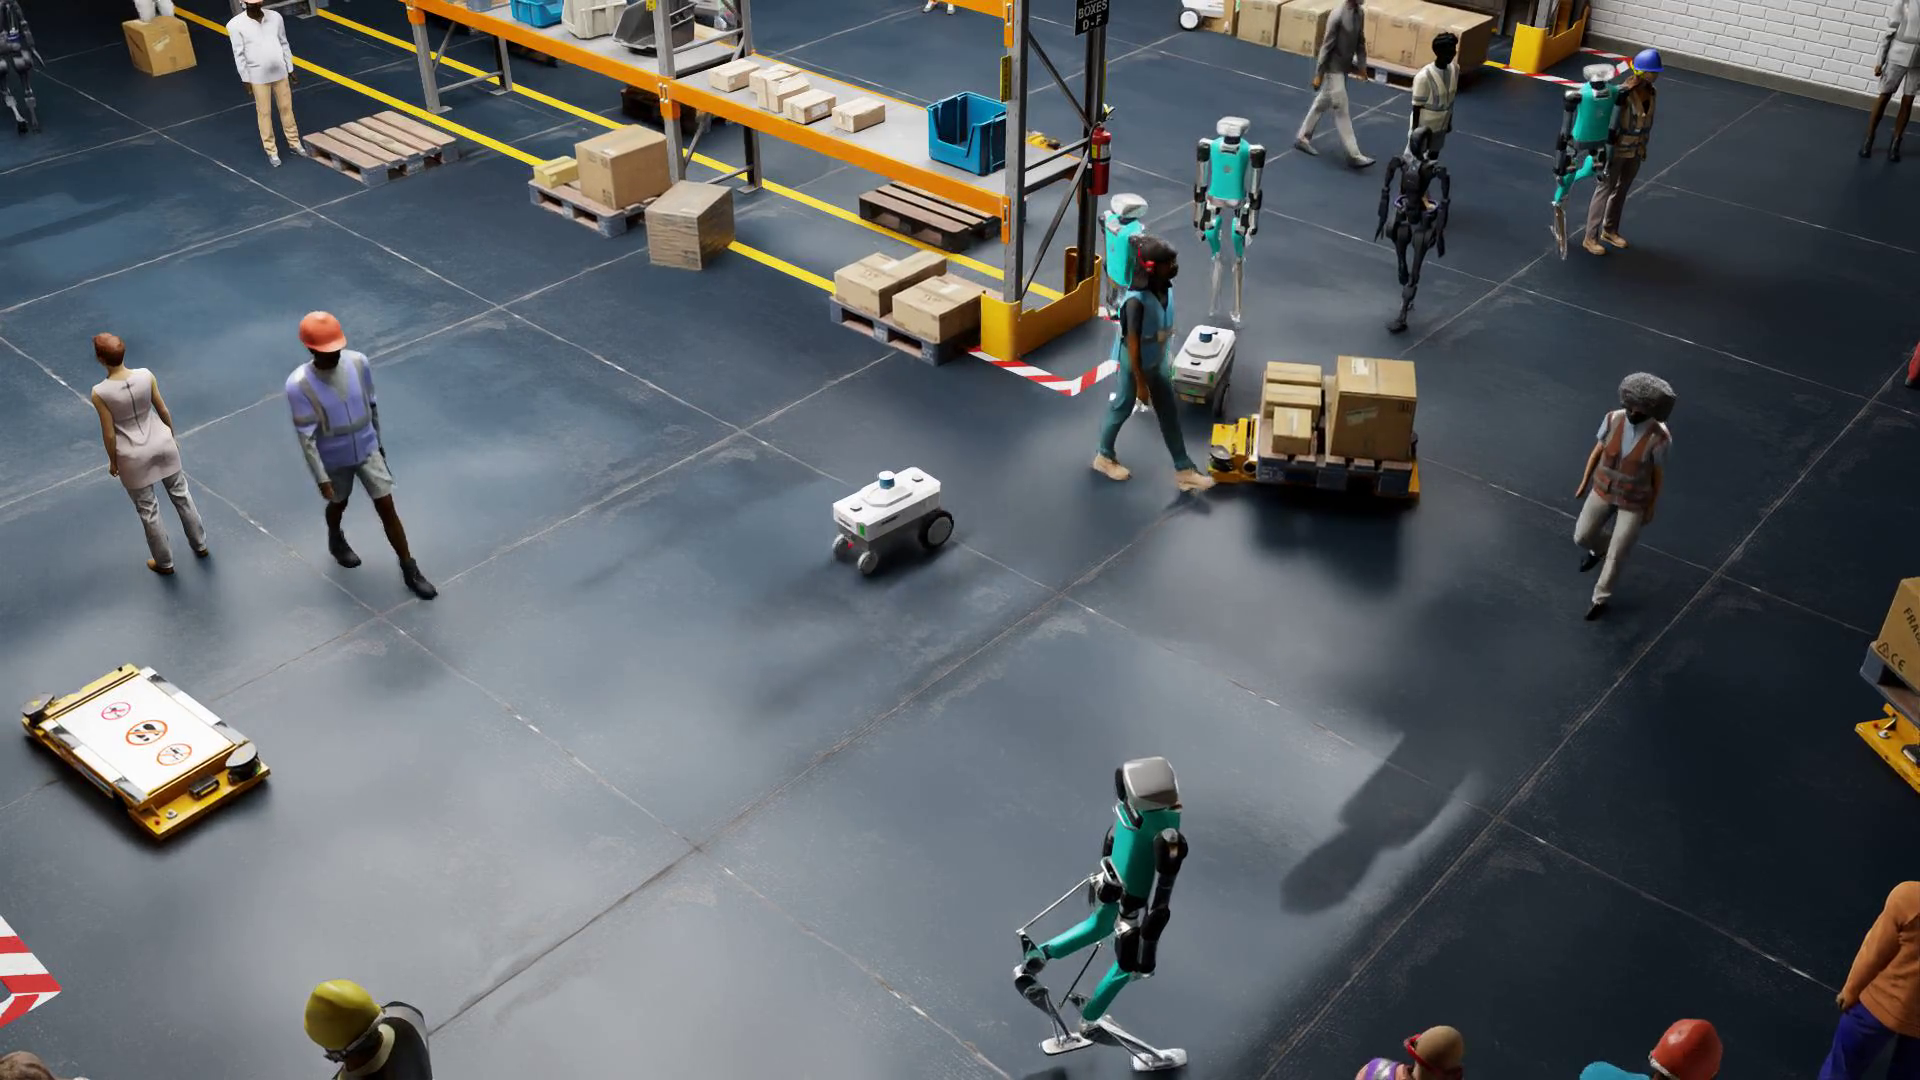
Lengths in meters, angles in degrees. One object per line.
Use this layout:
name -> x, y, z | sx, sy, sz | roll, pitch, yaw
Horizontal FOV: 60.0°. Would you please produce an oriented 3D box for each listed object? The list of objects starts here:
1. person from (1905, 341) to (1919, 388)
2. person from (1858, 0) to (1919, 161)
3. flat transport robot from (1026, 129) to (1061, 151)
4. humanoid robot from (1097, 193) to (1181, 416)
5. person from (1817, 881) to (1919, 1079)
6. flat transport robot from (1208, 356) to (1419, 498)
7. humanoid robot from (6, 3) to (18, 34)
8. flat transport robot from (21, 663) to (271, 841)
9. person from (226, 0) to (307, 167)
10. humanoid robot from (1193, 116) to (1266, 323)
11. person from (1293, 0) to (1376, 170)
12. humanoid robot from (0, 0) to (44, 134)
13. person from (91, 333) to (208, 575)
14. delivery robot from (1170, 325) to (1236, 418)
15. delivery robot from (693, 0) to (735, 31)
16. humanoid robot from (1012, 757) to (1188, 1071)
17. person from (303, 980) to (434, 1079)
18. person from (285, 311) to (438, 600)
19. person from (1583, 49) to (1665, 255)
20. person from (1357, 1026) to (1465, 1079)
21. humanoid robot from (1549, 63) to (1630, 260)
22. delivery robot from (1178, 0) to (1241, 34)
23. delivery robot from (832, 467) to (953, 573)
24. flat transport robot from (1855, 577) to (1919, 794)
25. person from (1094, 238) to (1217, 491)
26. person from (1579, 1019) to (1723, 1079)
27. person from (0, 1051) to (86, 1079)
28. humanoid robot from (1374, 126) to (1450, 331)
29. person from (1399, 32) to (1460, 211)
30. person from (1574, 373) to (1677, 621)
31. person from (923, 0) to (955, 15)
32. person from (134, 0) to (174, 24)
person -> 7.440, -1.880, 12.224 | 0.516, 1.756, 0.347 | 27, 43, 34
person -> 9.159, -4.626, 16.057 | 0.548, 1.927, 0.390 | 12, 37, 17
flat transport robot -> 0.266, -3.944, 16.524 | 1.431, 0.231, 0.659 | 24, 41, 30
humanoid robot -> 1.344, -1.695, 11.954 | 0.738, 1.745, 0.533 | -17, 38, -23
person -> 3.806, 1.849, 6.637 | 0.521, 1.972, 0.405 | 13, 37, 18
flat transport robot -> 2.481, -0.591, 11.666 | 1.431, 0.231, 0.659 | 6, 35, 8
humanoid robot -> -11.123, -6.545, 19.062 | 0.536, 1.847, 0.743 | -16, 38, -21
flat transport robot -> -4.519, 1.117, 9.192 | 1.431, 0.231, 0.659 | 24, 41, 31
person -> -6.671, -4.508, 16.033 | 0.323, 1.751, 0.560 | 28, 43, 34
humanoid robot -> 2.140, -2.557, 13.229 | 0.530, 1.793, 0.687 | 11, 36, 15
person -> 3.687, -4.510, 15.958 | 1.017, 1.836, 0.544 | 28, 44, 35
humanoid robot -> -9.529, -4.866, 16.617 | 0.588, 1.640, 0.393 | -16, 38, -22
person -> -5.089, -0.544, 10.370 | 0.286, 1.662, 0.443 | 25, 42, 32
delivery robot -> 1.812, -1.288, 12.433 | 0.499, 0.604, 0.801 | 13, 37, 17
delivery robot -> -3.060, -6.410, 19.832 | 0.766, 0.579, 0.499 | 14, 37, 20
humanoid robot -> 0.578, 1.676, 7.100 | 0.904, 1.775, 0.544 | -10, 36, -14
person -> -2.093, 2.278, 6.139 | 0.404, 1.824, 0.599 | 0, 35, 0
person -> -3.756, -0.546, 10.191 | 0.548, 1.892, 0.969 | -27, 43, -34
person -> 5.735, -3.339, 14.319 | 0.479, 1.778, 0.306 | -19, 39, -25
person -> 1.587, 2.388, 6.115 | 0.514, 1.676, 0.358 | 26, 42, 33
humanoid robot -> 5.295, -3.325, 14.356 | 0.568, 1.787, 0.858 | 1, 35, 2
delivery robot -> 2.977, -6.343, 19.754 | 0.773, 0.601, 0.507 | 11, 36, 15
delivery robot -> -0.452, -0.173, 10.822 | 0.805, 0.609, 0.499 | -27, 43, -33
flat transport robot -> 5.811, 1.105, 9.209 | 1.431, 0.231, 0.659 | -8, 35, -11
person -> 1.303, -1.124, 11.069 | 0.943, 1.827, 0.523 | 28, 44, 35
person -> 2.511, 2.343, 6.128 | 0.600, 1.724, 0.699 | 29, 44, 35
person -> -3.169, 2.440, 6.045 | 0.343, 1.658, 0.484 | 13, 37, 18
humanoid robot -> 3.602, -2.511, 13.241 | 0.598, 1.619, 0.714 | 22, 40, 29
person -> 4.235, -3.741, 14.978 | 0.533, 1.691, 0.319 | -23, 41, -29
person -> 3.986, -0.298, 10.000 | 0.527, 1.666, 0.469 | -28, 43, -34
person -> -0.214, -7.217, 19.947 | 0.494, 1.767, 0.322 | 10, 36, 14
person -> -8.967, -6.211, 18.376 | 0.439, 1.892, 0.656 | 27, 43, 33
